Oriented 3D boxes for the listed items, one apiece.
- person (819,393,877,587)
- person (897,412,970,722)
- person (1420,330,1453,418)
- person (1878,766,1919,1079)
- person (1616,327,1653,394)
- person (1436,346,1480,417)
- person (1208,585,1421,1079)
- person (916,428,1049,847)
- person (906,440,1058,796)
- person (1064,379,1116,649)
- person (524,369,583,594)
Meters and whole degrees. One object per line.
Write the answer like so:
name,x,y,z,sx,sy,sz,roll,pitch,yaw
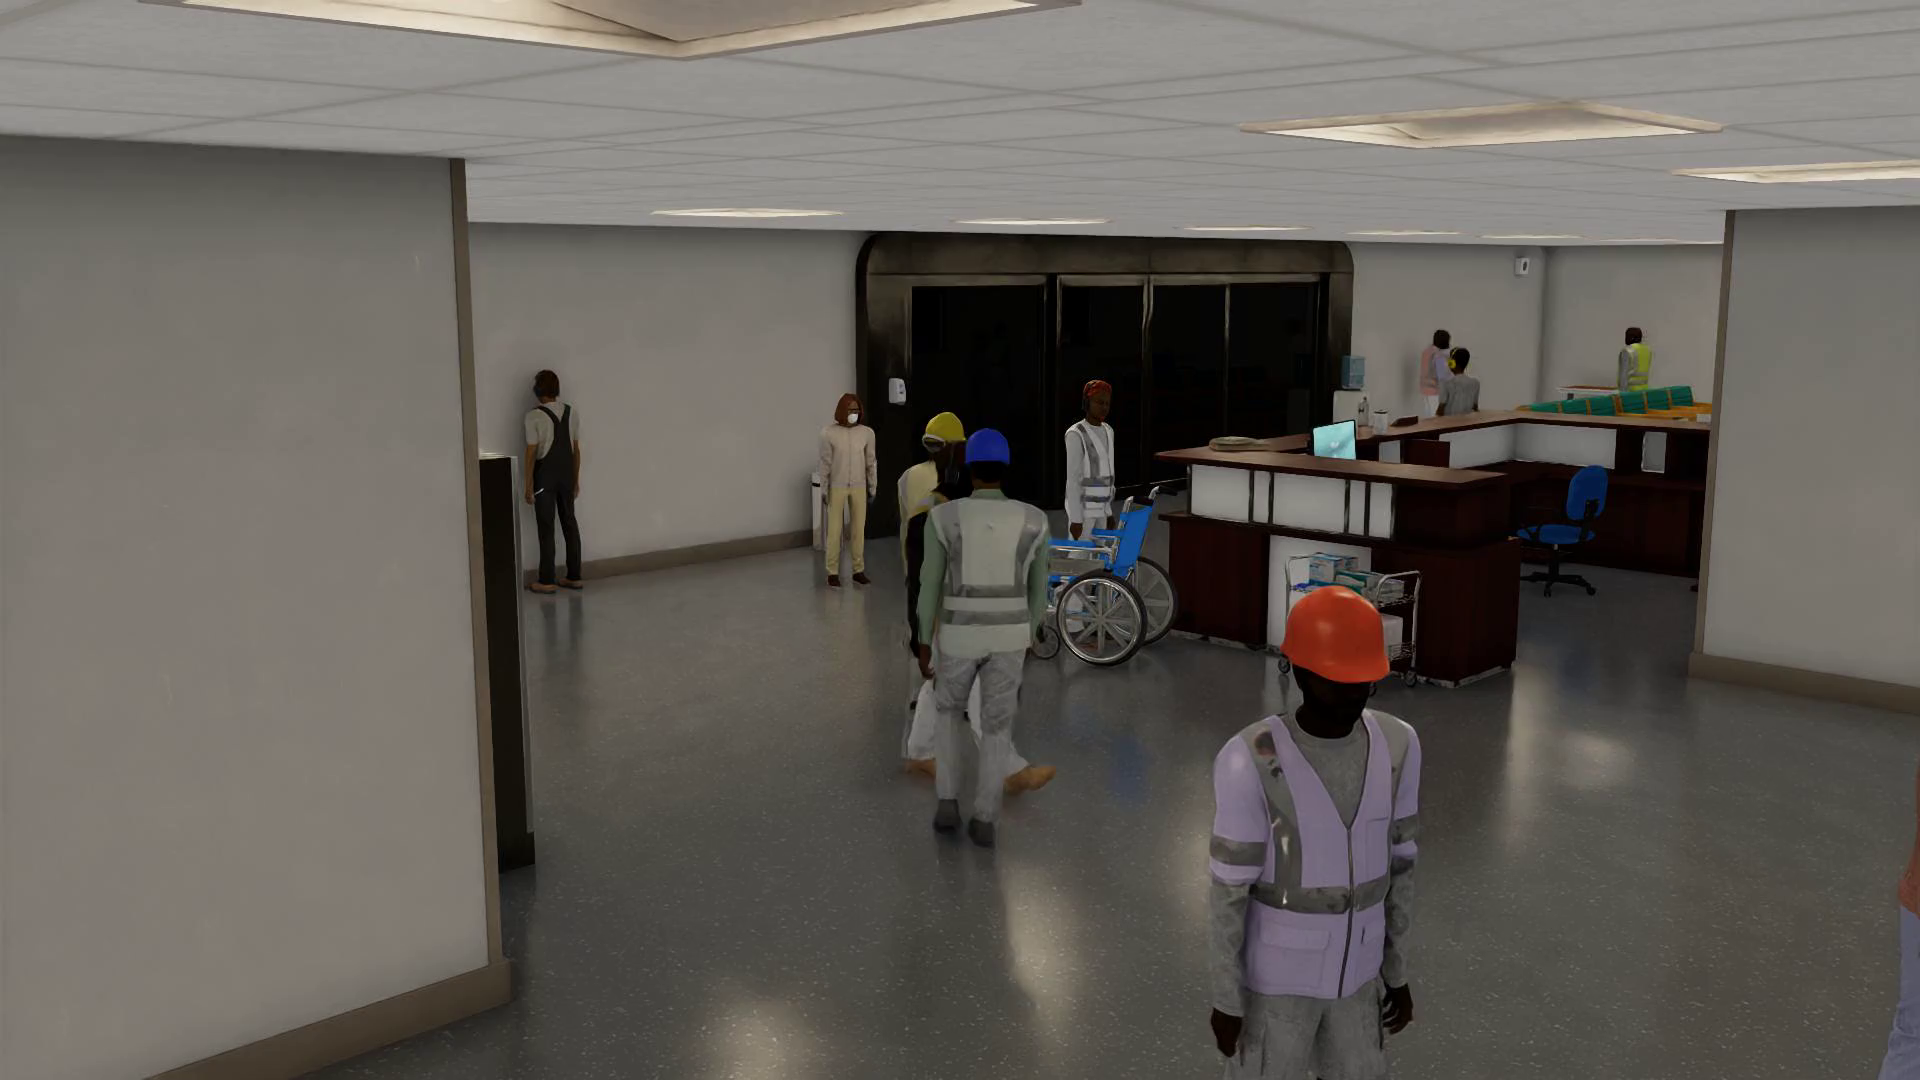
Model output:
person,-0.936,-0.419,13.962,0.504,1.627,0.285,-4,10,-22
person,-0.098,0.163,9.785,0.403,1.825,0.599,-9,13,-43
person,6.676,-2.048,23.393,0.504,1.810,0.725,-1,9,-4
person,2.796,1.034,4.616,0.533,1.767,0.324,-9,13,-43
person,9.635,-2.167,24.076,0.644,1.813,0.798,-5,11,-30
person,5.287,-1.123,17.619,0.522,1.847,0.821,-4,10,-24
person,0.873,1.048,4.071,0.556,1.924,0.431,-4,10,-21
person,0.100,0.446,7.738,0.613,1.918,0.556,-1,9,-5
person,0.087,0.396,8.457,0.925,1.792,0.633,4,10,24
person,0.928,-0.191,11.765,0.359,1.882,0.575,6,11,31
person,-3.341,-0.477,13.658,0.339,1.838,0.506,8,12,41
